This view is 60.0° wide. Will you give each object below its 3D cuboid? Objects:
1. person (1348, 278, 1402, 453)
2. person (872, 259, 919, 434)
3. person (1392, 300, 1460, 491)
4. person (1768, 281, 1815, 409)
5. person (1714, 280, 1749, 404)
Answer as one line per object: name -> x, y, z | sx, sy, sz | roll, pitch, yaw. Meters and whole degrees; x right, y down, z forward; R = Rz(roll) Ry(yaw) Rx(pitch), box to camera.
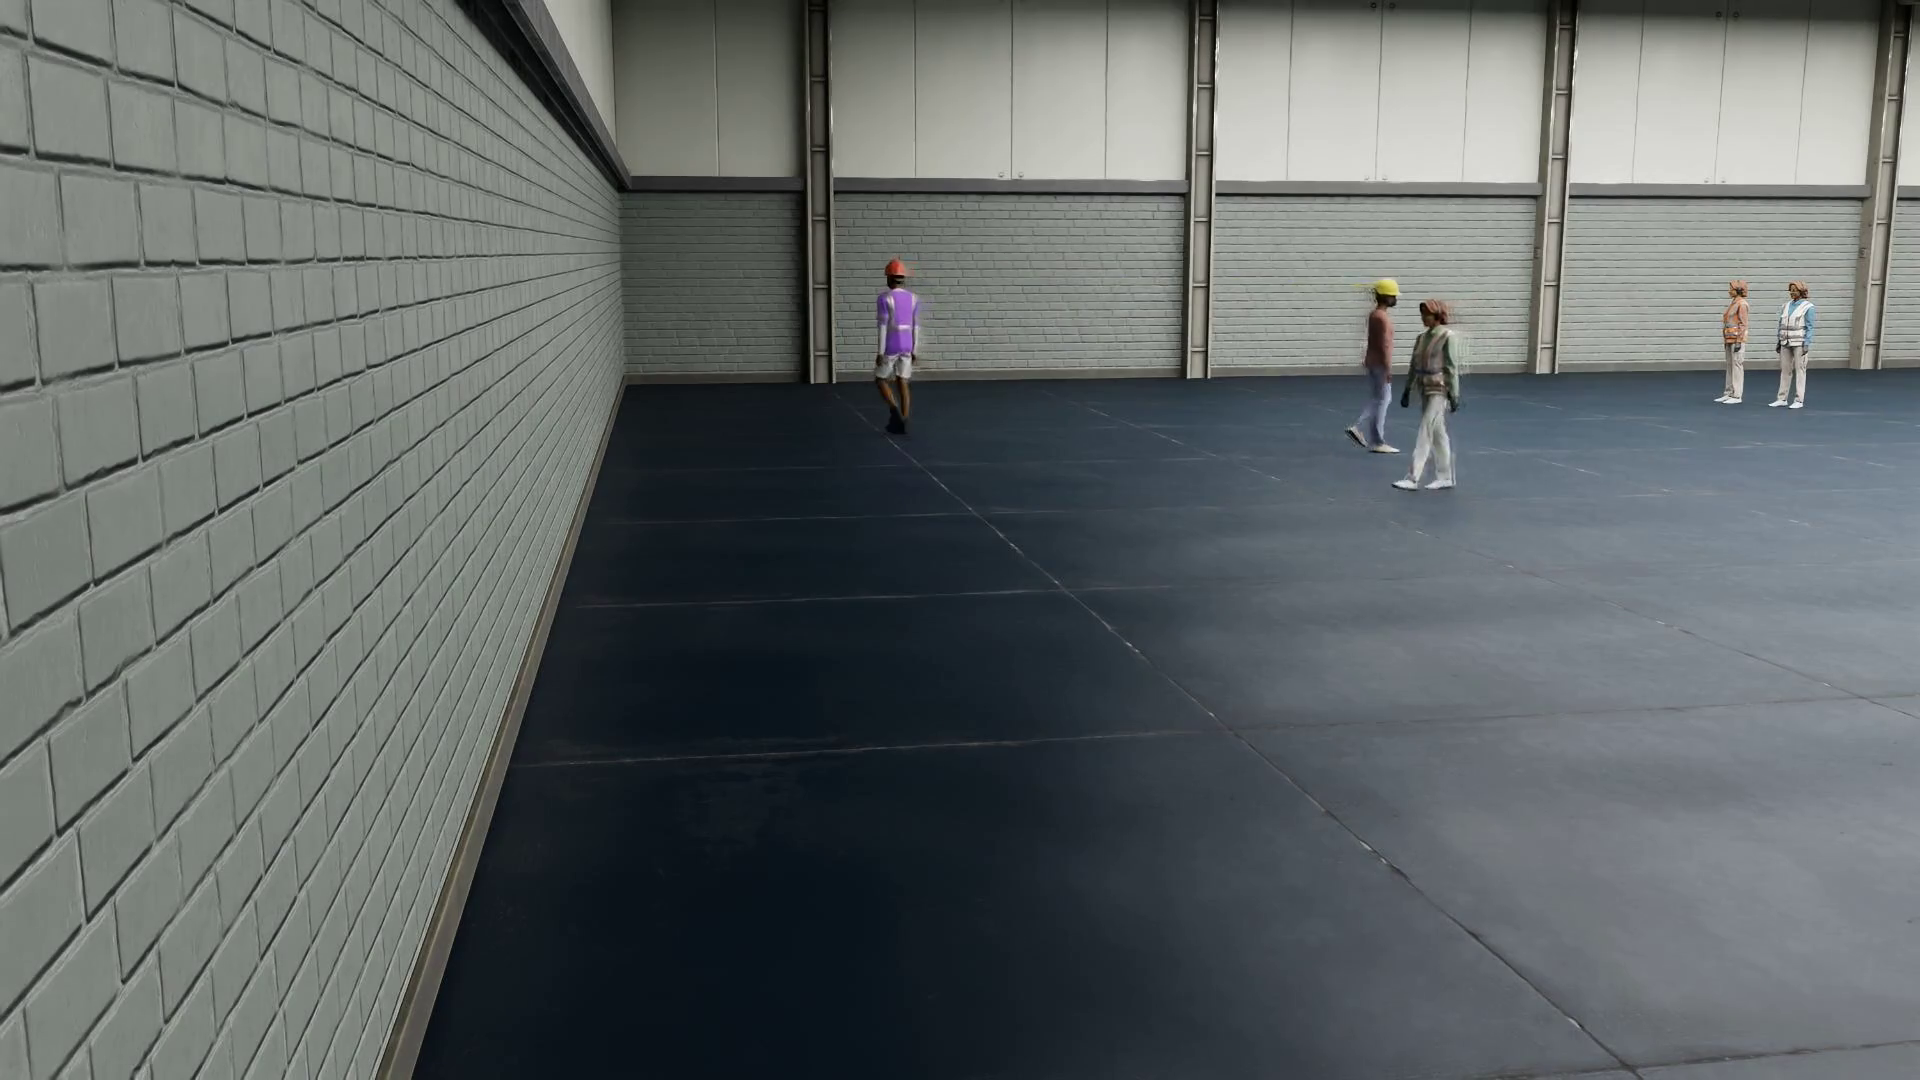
person -> 4.204, -1.740, 16.656 | 0.393, 1.753, 0.552 | 0, 10, 2
person -> -0.713, -2.131, 18.424 | 0.567, 1.925, 0.424 | -8, 12, -38
person -> 3.885, -1.207, 14.008 | 0.761, 1.605, 0.551 | -3, 10, -16
person -> 10.771, -2.516, 21.481 | 0.307, 1.641, 0.511 | -4, 11, -21
person -> 10.310, -2.629, 22.135 | 0.306, 1.640, 0.522 | 1, 10, 7
